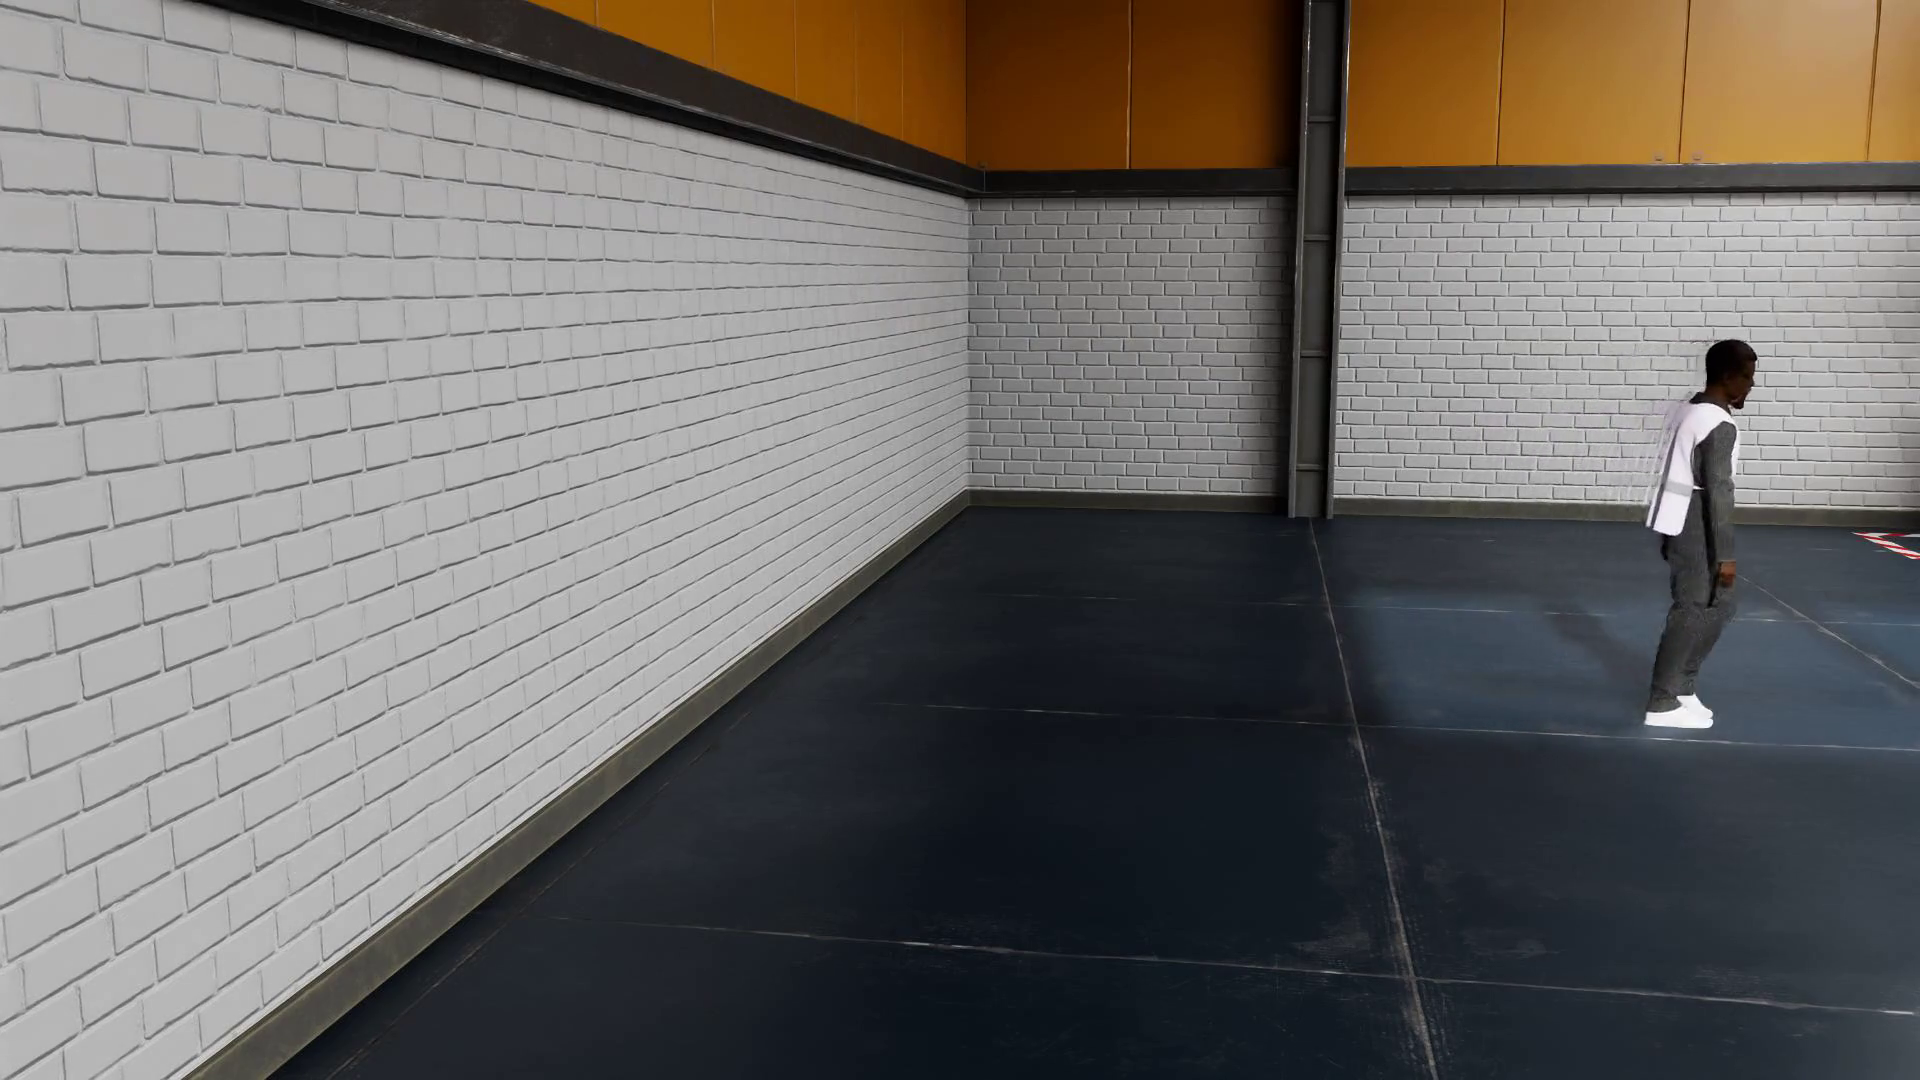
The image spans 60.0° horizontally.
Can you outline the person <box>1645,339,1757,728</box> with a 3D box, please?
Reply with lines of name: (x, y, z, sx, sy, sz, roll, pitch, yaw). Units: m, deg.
person: (3.581, -0.012, 7.990, 0.509, 1.894, 0.618, 2, 9, 10)
